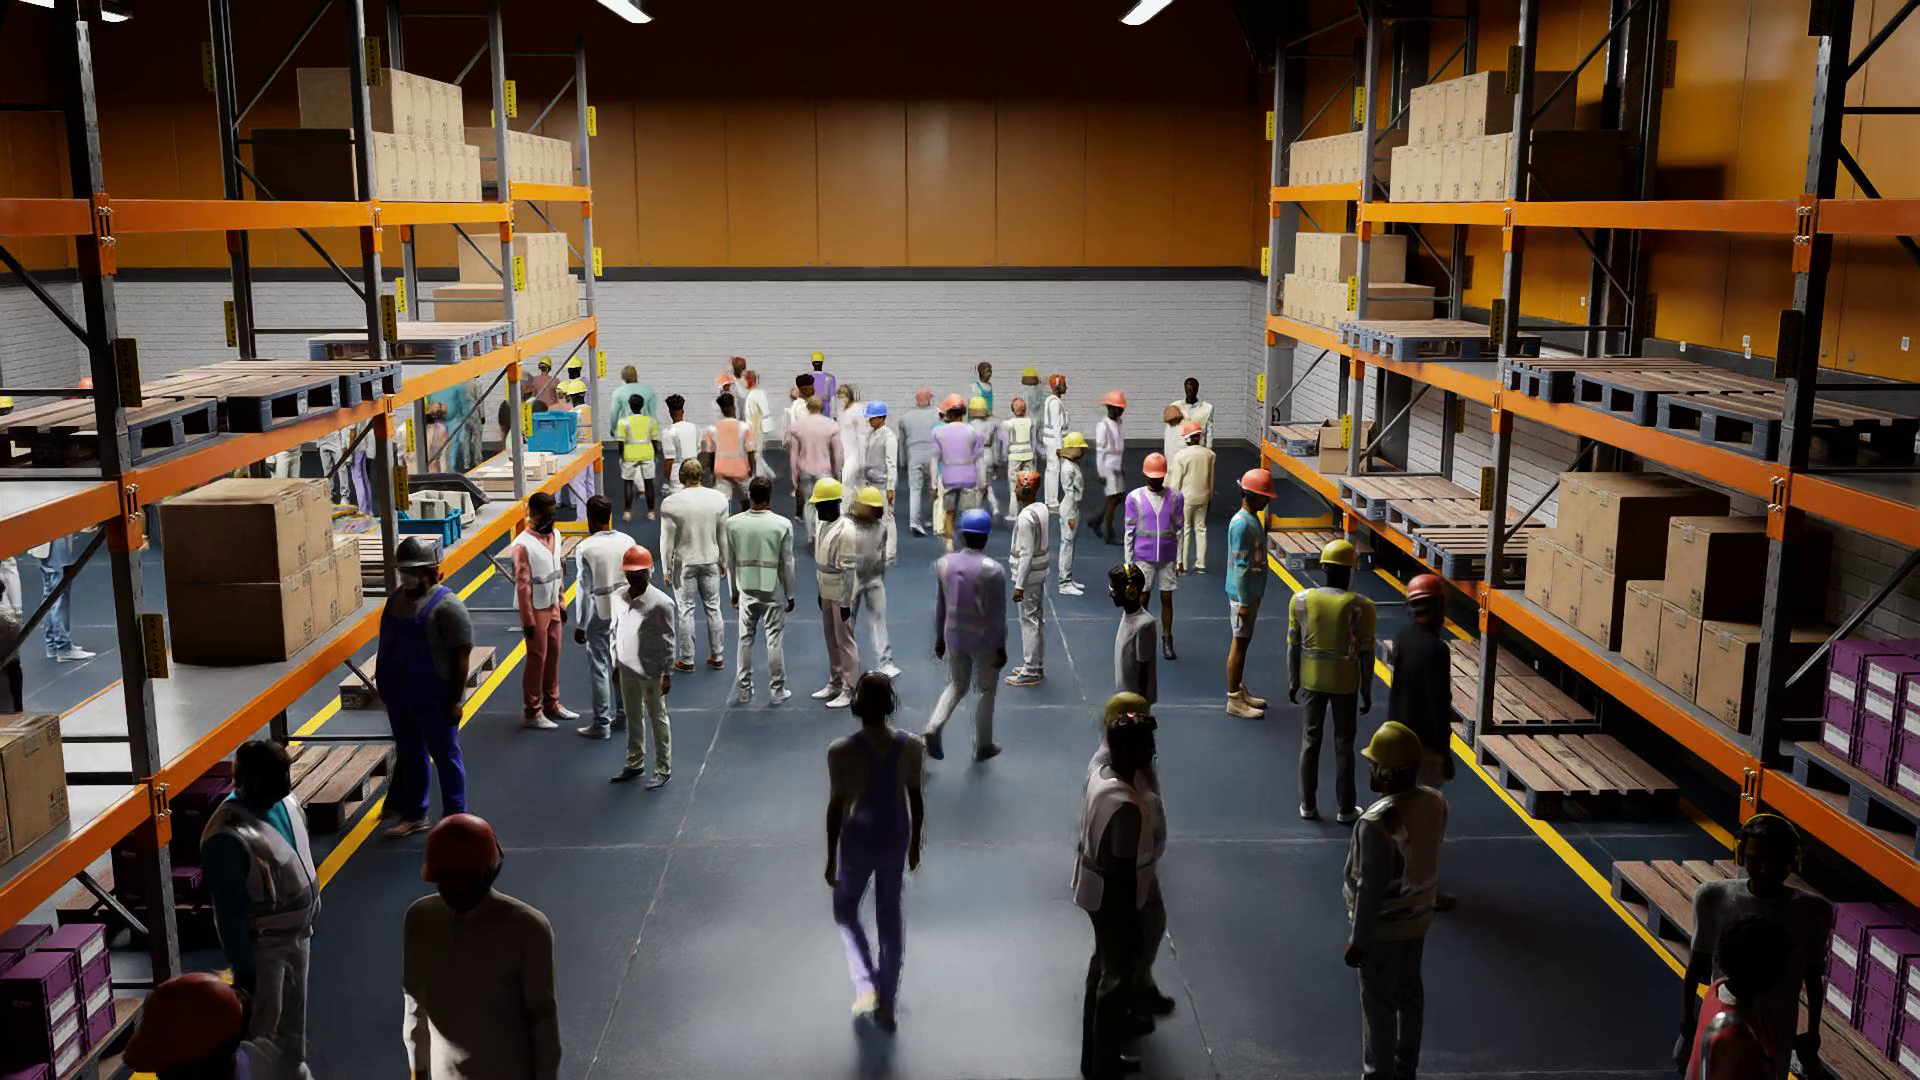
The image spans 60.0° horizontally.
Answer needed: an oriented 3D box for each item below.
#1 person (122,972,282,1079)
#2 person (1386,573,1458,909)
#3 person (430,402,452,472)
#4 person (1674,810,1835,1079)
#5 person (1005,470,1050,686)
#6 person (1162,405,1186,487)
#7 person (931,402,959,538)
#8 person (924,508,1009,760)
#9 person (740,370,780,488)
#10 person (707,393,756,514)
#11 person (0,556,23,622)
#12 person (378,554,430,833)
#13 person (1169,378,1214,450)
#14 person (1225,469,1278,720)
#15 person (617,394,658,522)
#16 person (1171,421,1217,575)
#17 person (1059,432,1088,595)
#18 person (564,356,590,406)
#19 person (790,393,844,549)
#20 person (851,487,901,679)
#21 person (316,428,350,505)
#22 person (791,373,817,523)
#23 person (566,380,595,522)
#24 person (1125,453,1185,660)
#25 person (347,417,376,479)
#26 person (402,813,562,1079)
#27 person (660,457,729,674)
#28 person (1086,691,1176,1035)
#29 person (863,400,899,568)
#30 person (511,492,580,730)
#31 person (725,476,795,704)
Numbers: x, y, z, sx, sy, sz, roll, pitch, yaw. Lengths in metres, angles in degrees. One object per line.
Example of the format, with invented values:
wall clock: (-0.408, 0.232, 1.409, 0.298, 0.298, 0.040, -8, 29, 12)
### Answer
person: (-2.001, 2.145, 5.011, 0.827, 1.990, 0.692, -6, 13, -28)
person: (2.719, 1.189, 9.912, 0.426, 1.952, 0.690, -1, 11, -5)
person: (-6.732, -0.972, 21.545, 0.315, 1.632, 0.530, -8, 14, -36)
person: (3.039, 1.928, 6.396, 0.523, 1.870, 0.317, 4, 12, 19)
person: (0.590, 0.327, 14.392, 0.356, 1.883, 0.574, 3, 12, 16)
person: (2.729, -0.942, 21.447, 0.359, 1.592, 0.531, -5, 12, -23)
person: (-0.175, -0.891, 20.859, 0.355, 1.737, 0.578, -3, 12, -16)
person: (0.048, 0.732, 12.268, 0.611, 1.921, 0.670, 8, 14, 34)
person: (-2.911, -1.534, 23.862, 0.441, 1.819, 0.590, 1, 11, 4)
person: (-2.717, -0.827, 20.129, 0.655, 1.897, 1.002, 2, 11, 9)
person: (-9.531, -0.073, 16.424, 0.427, 1.874, 0.661, 3, 12, 16)
person: (-3.687, 0.968, 11.081, 0.518, 1.931, 0.649, 1, 11, 5)
person: (3.023, -1.179, 21.853, 0.591, 1.919, 0.391, 3, 12, 12)
person: (2.355, 0.426, 13.511, 0.383, 2.036, 0.605, 3, 12, 16)
person: (-4.240, -1.076, 21.938, 0.548, 1.691, 0.320, -4, 12, -21)
person: (2.617, -0.479, 18.797, 0.568, 1.739, 0.353, -6, 13, -27)
person: (1.216, -0.292, 17.844, 0.295, 1.743, 0.493, 2, 11, 8)
person: (-5.719, -1.794, 24.912, 0.362, 1.928, 0.587, 2, 11, 8)
person: (-1.736, -0.803, 19.982, 0.665, 1.918, 0.624, 1, 11, 7)
person: (-0.825, 0.372, 14.649, 0.496, 1.687, 0.927, -6, 13, -28)
person: (-8.690, -1.313, 22.965, 0.492, 1.742, 0.318, 4, 12, 18)
person: (-2.036, -1.211, 21.894, 0.367, 1.966, 0.605, -3, 12, -14)
person: (-4.893, -1.105, 21.501, 0.394, 1.913, 0.591, 4, 12, 20)
person: (1.782, 0.150, 15.184, 0.550, 1.925, 0.391, -1, 11, -3)
person: (-8.518, -1.424, 23.692, 0.564, 1.665, 0.568, -3, 12, -16)
person: (-1.754, 1.935, 6.077, 0.621, 1.985, 0.408, 3, 12, 15)
person: (-2.353, 0.224, 14.808, 0.635, 1.932, 0.363, -5, 13, -26)
person: (0.846, 1.594, 8.263, 0.435, 1.799, 0.616, 5, 13, 26)
person: (-0.922, -0.649, 19.151, 0.414, 1.940, 0.611, -6, 13, -28)
person: (-3.324, 0.554, 13.200, 0.409, 1.909, 0.593, 3, 12, 16)
person: (-1.664, 0.420, 13.874, 0.586, 1.910, 0.395, 2, 12, 12)
